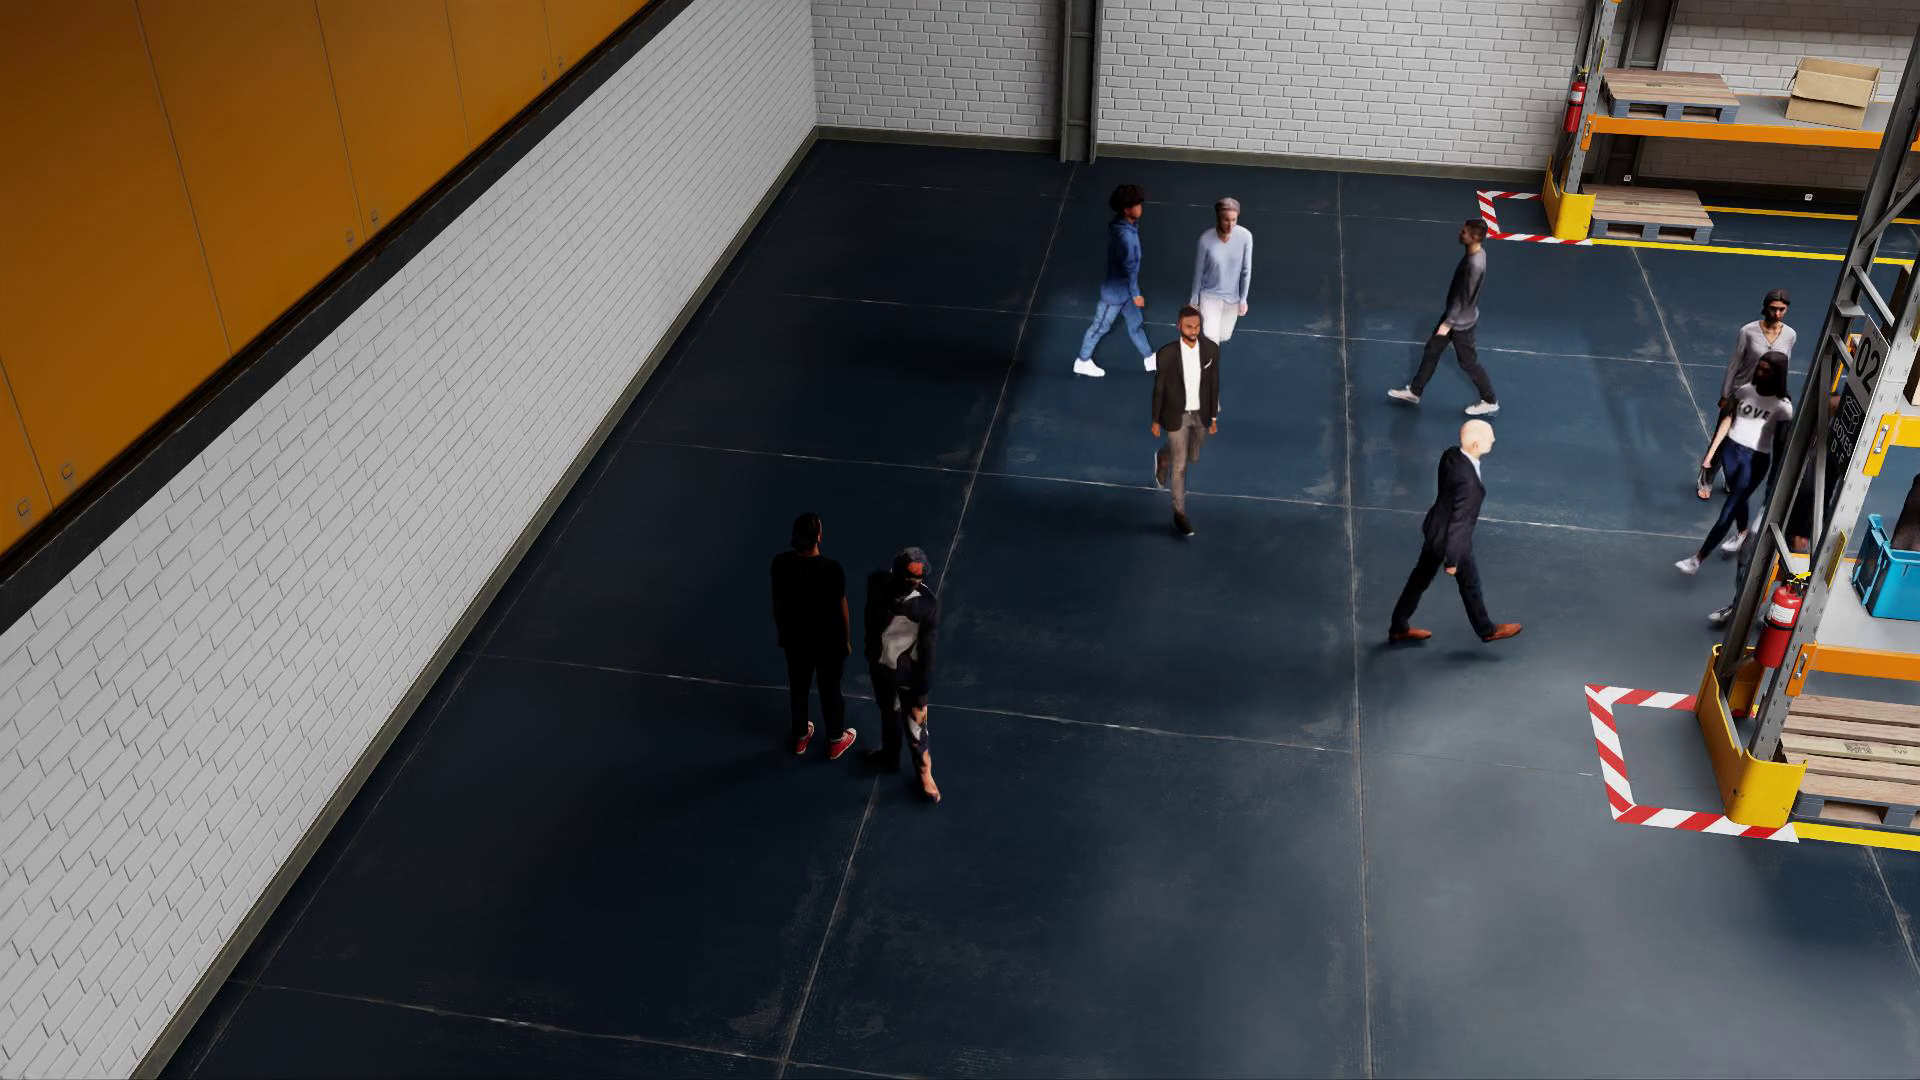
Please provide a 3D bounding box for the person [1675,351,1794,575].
[{"bbox_3d":[5.739,-0.573,12.058,1.180,1.719,1.089,-19,38,-26],"label":"person"}]

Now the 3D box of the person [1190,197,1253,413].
[{"bbox_3d":[2.189,-2.085,14.211,1.203,1.853,0.984,-6,34,-9],"label":"person"}]

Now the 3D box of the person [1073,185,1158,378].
[{"bbox_3d":[1.297,-2.206,14.469,1.132,1.769,0.692,5,34,7],"label":"person"}]

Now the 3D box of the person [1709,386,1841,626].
[{"bbox_3d":[5.783,-0.237,11.362,1.021,1.929,0.948,-16,37,-23],"label":"person"}]

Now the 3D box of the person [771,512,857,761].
[{"bbox_3d":[-0.911,0.596,10.266,0.494,1.757,0.701,8,34,12],"label":"person"}]

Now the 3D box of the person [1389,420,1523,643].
[{"bbox_3d":[3.204,-0.008,11.169,1.179,1.762,0.869,-1,34,-2],"label":"person"}]

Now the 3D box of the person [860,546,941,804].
[{"bbox_3d":[-0.388,0.723,9.977,0.980,1.865,0.810,-21,39,-29],"label":"person"}]

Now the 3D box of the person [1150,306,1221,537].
[{"bbox_3d":[1.673,-0.960,12.586,1.130,1.779,1.038,-9,35,-13],"label":"person"}]

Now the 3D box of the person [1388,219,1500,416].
[{"bbox_3d":[4.278,-1.816,13.927,1.134,1.720,0.612,6,34,9],"label":"person"}]

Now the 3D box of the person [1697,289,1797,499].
[{"bbox_3d":[6.092,-1.119,12.830,0.469,1.774,0.657,4,34,6],"label":"person"}]
